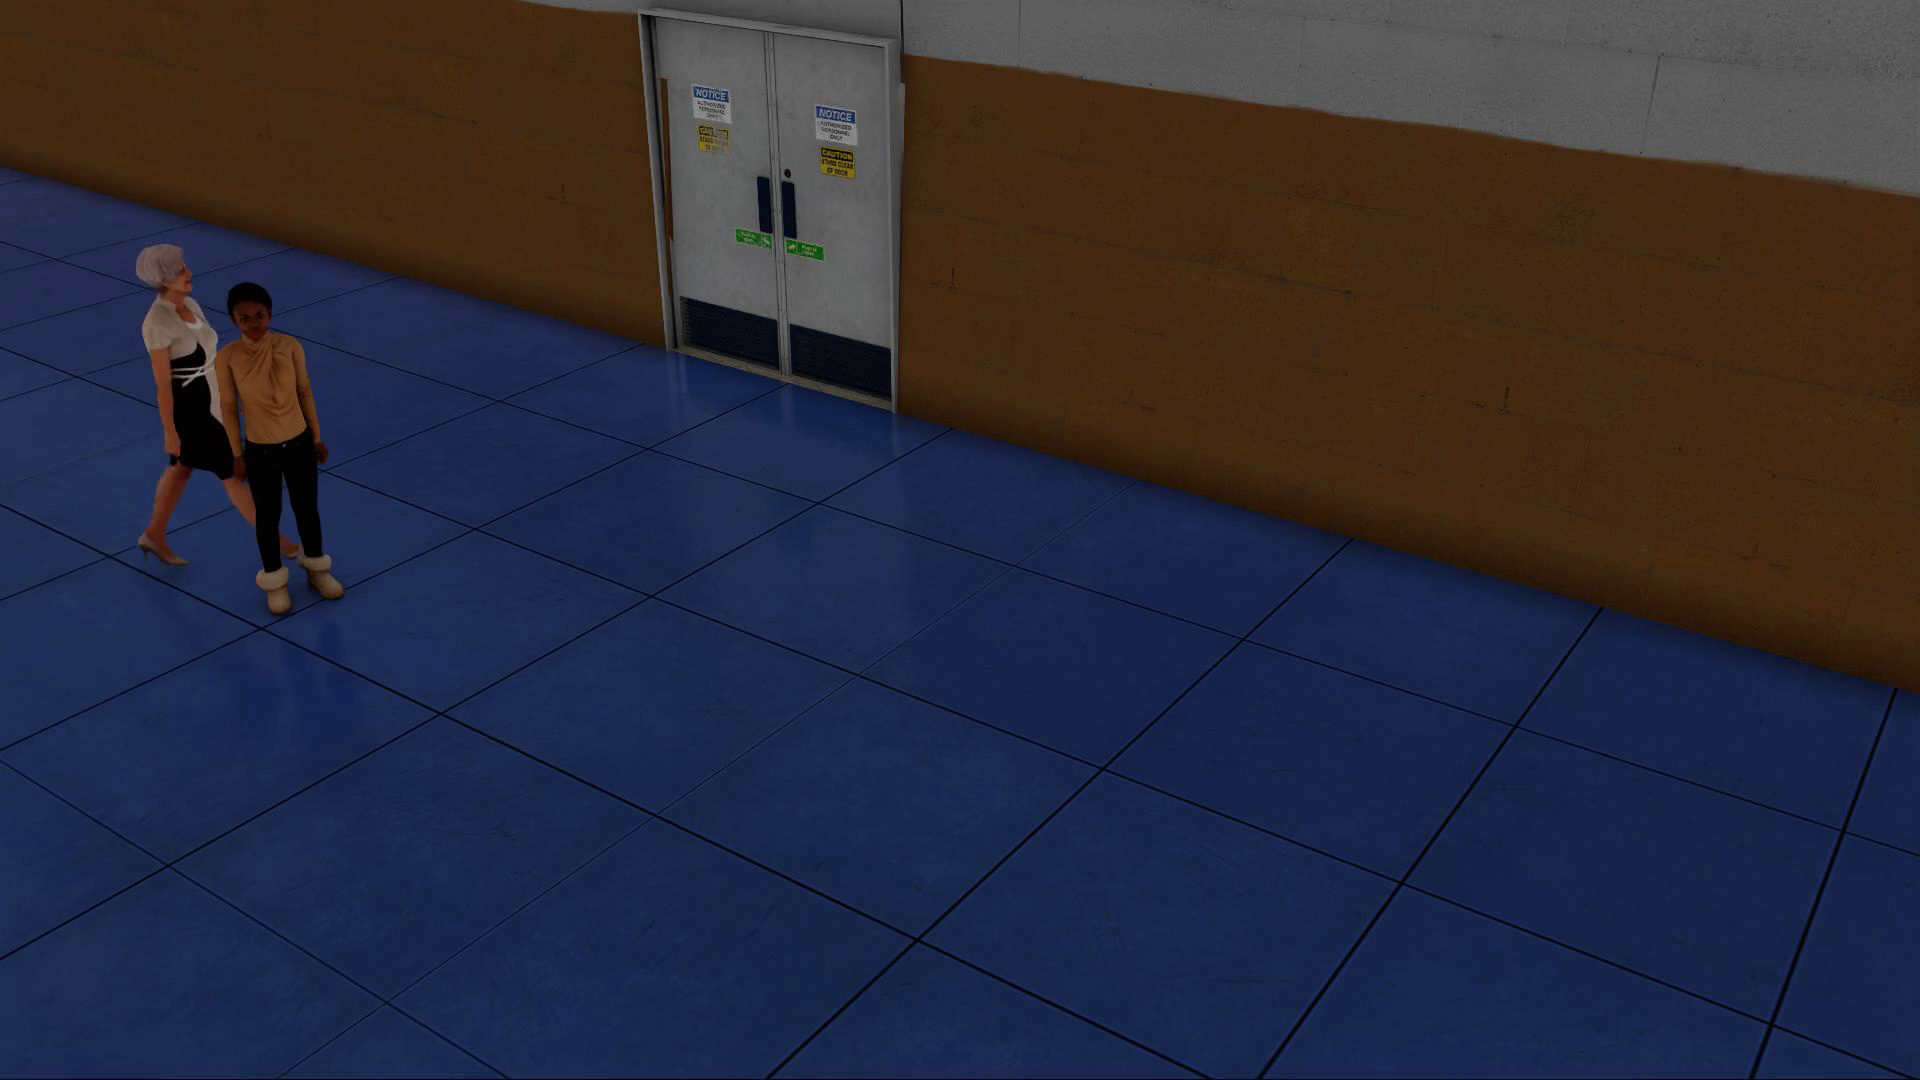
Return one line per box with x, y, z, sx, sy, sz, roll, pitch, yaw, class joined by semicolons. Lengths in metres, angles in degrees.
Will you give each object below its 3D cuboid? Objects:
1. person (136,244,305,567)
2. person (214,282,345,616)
-3.912;-0.604;8.309;1.140;1.709;1.062;-5;27;-10;person
-3.319;-0.459;8.078;0.578;1.659;0.725;-19;32;-33;person
